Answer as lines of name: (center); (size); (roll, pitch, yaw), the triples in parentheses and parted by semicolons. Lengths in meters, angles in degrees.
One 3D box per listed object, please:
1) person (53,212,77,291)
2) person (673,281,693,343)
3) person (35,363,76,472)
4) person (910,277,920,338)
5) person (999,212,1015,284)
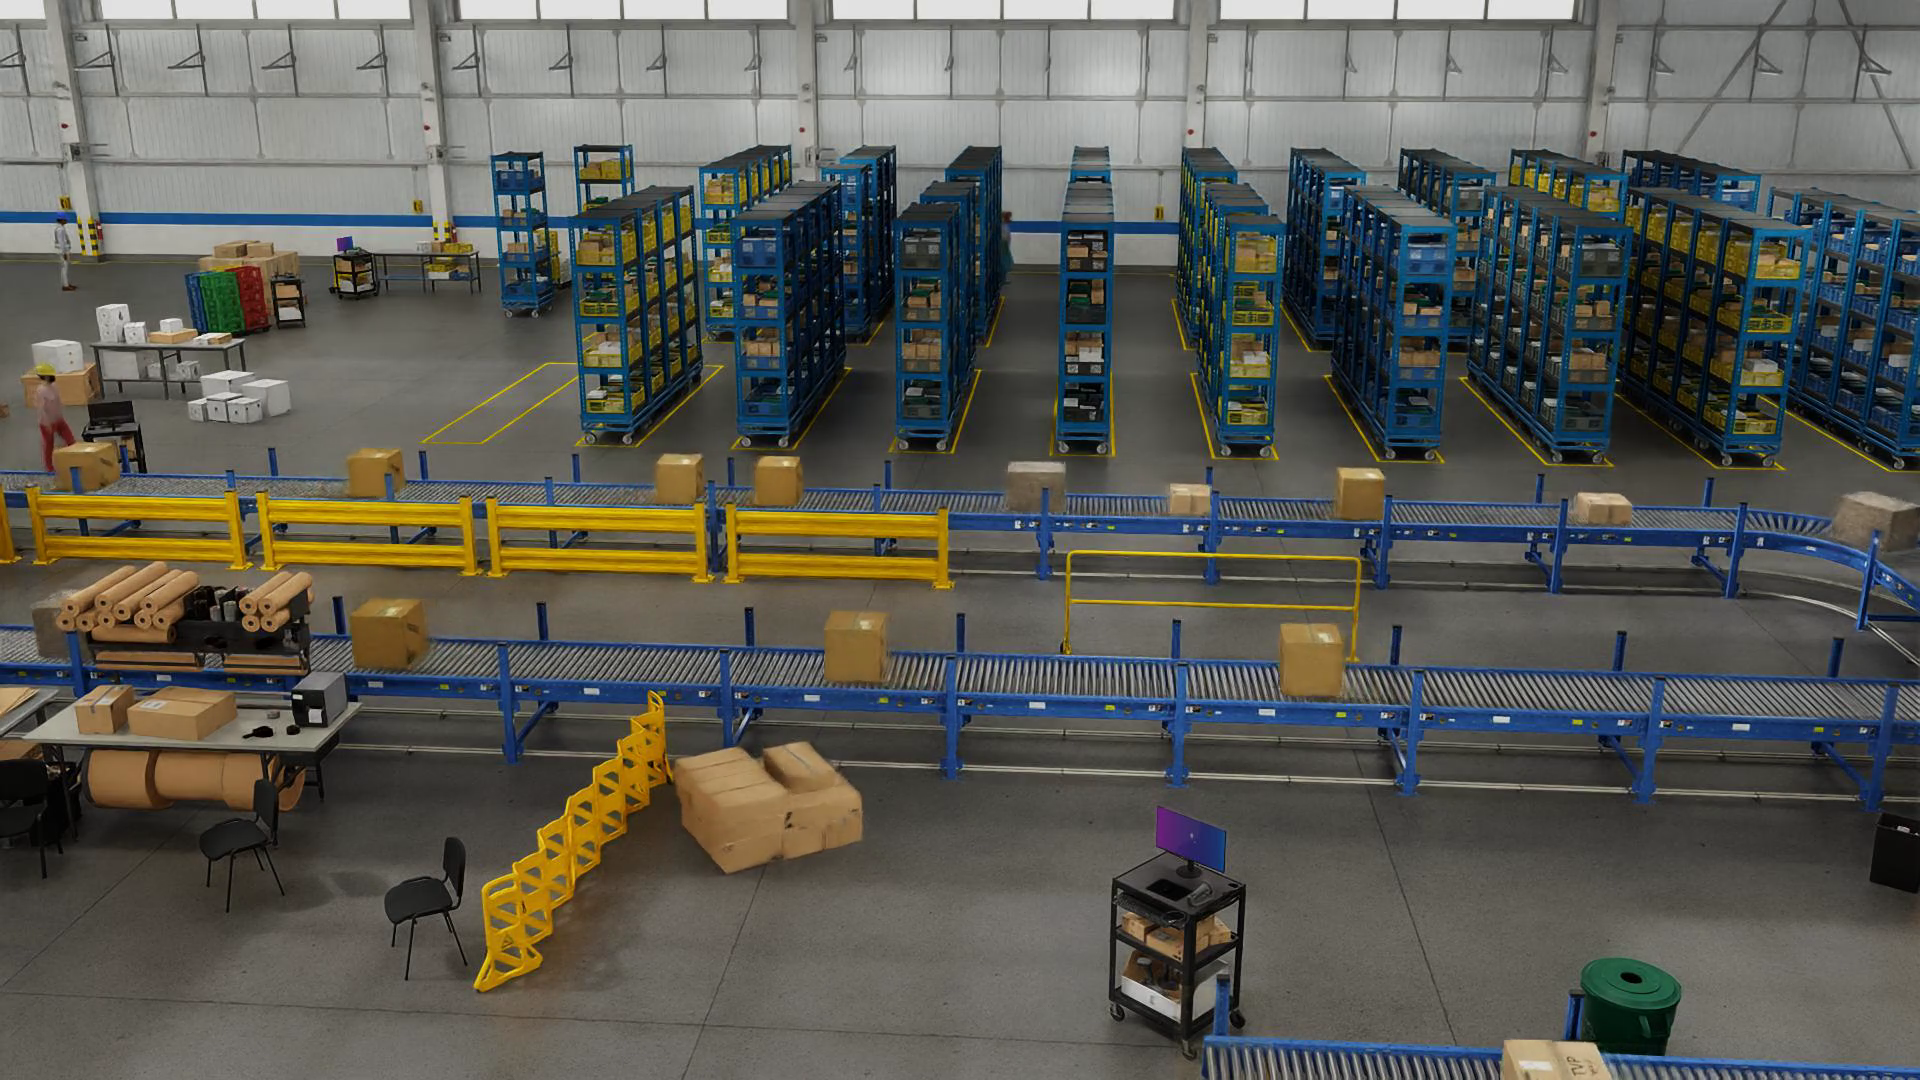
person: (-22.039, -7.107, 40.945); (0.418, 1.936, 0.605); (-8, 19, -25)
person: (-5.673, -4.838, 33.974); (0.598, 1.787, 0.693); (14, 23, 38)
person: (-13.061, -1.702, 24.101); (0.728, 1.734, 0.542); (3, 18, 8)
person: (-0.748, -4.309, 31.967); (0.378, 1.995, 0.612); (15, 23, 39)
person: (1.163, -7.366, 41.946); (0.464, 1.821, 0.597); (1, 18, 2)
